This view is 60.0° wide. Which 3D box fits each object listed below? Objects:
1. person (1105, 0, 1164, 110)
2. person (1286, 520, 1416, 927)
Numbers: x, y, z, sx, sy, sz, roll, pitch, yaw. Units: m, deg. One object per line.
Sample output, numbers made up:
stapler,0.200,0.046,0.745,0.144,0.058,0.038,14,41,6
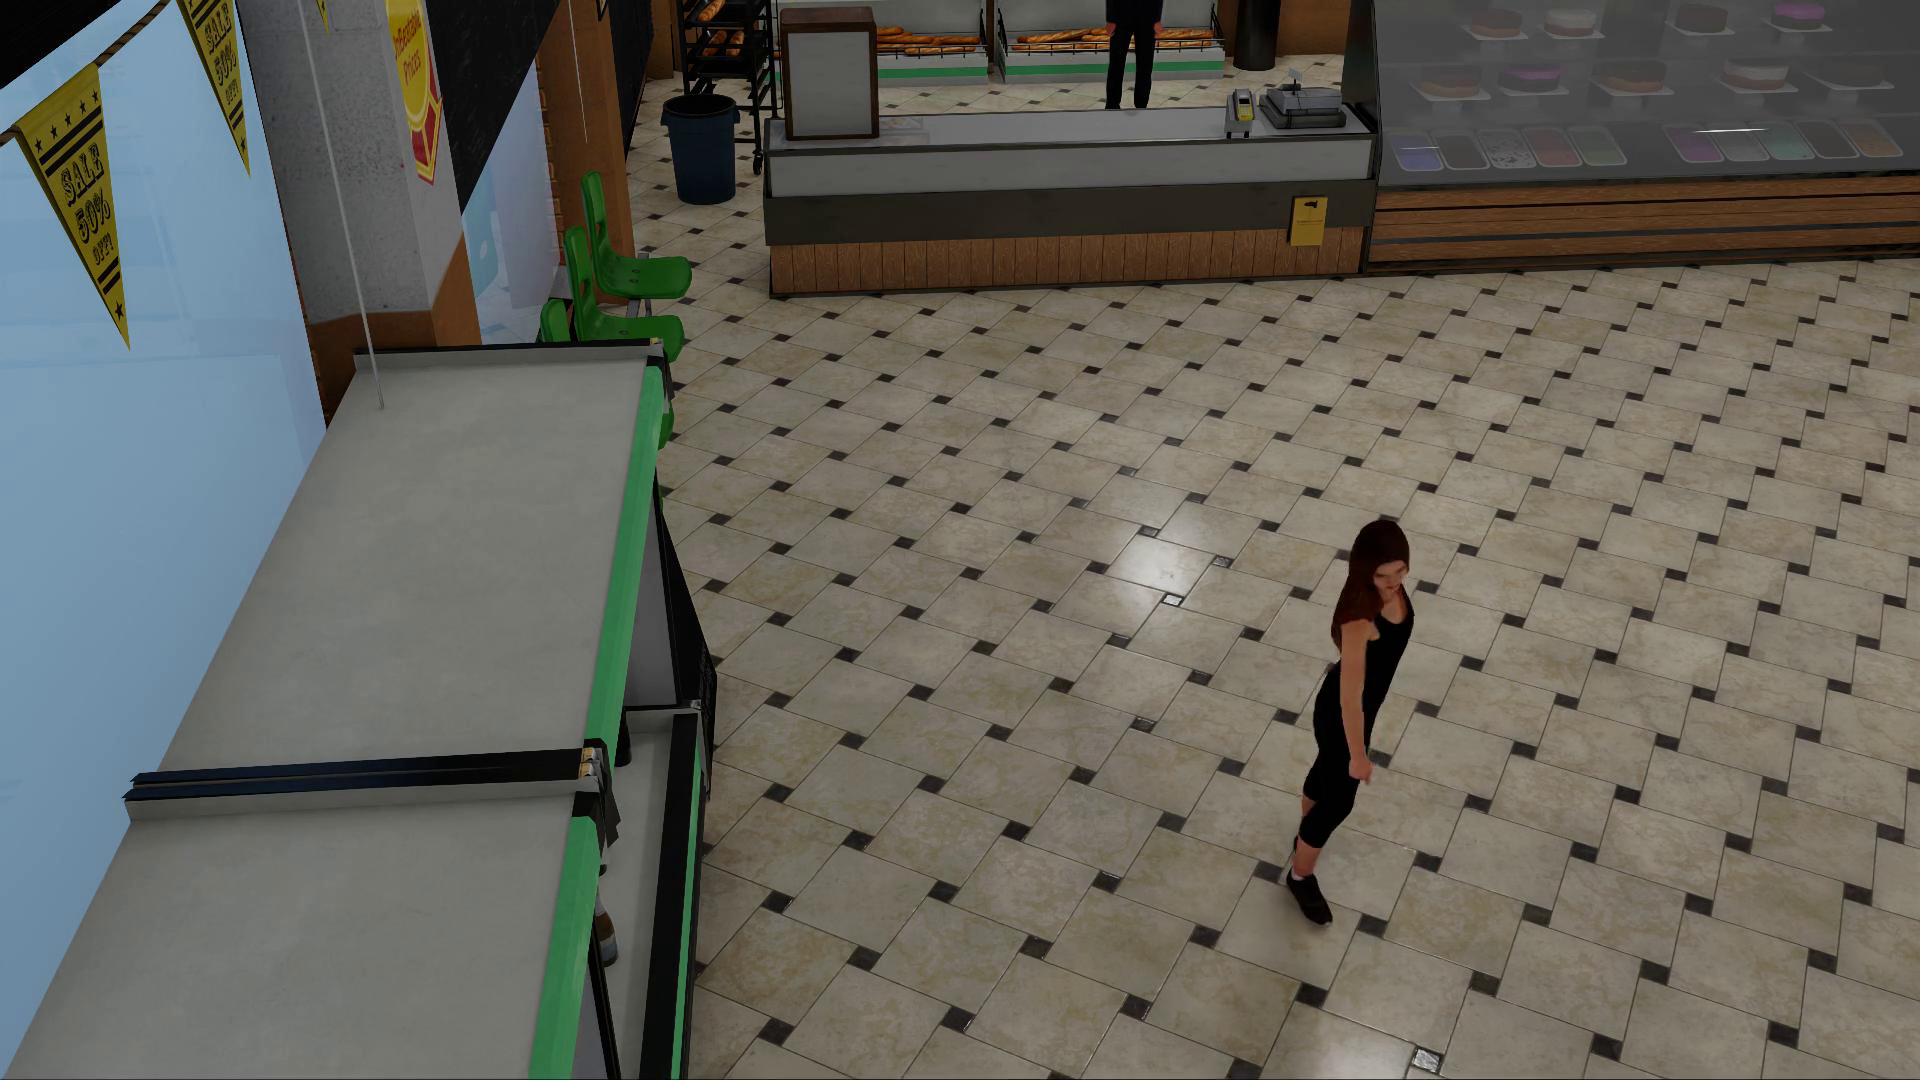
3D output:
person,1.416,-4.247,13.479,0.614,1.868,0.570,-3,32,-5
person,1.354,0.569,5.897,0.908,1.702,0.719,7,33,11
